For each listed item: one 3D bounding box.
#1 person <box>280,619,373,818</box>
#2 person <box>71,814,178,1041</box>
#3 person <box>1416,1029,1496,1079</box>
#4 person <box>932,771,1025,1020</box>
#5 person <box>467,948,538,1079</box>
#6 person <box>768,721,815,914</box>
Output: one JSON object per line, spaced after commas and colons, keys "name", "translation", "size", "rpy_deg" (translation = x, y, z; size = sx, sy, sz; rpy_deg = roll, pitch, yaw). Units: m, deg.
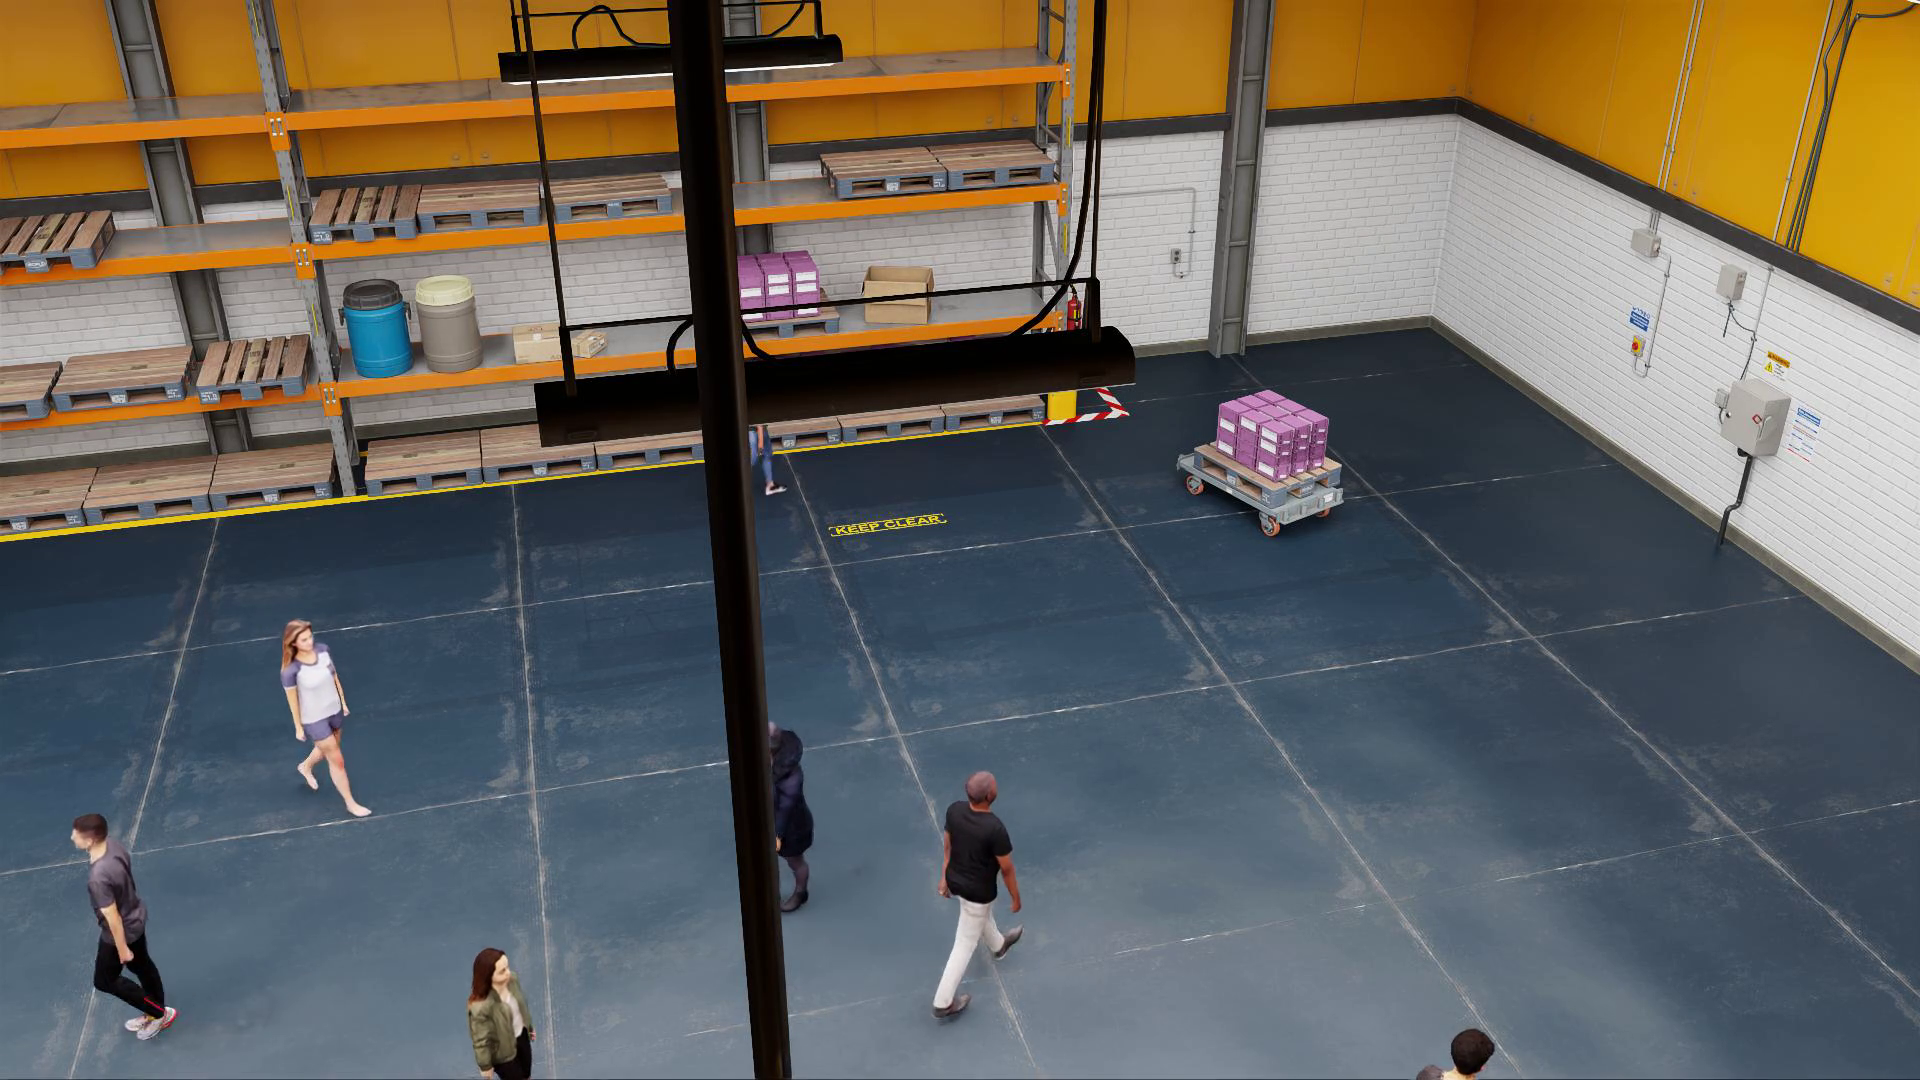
{"name": "person", "translation": [-4.966, 1.332, 12.774], "size": [1.107, 1.700, 1.020], "rpy_deg": [14, 31, 24]}
{"name": "person", "translation": [-5.282, 2.464, 10.643], "size": [0.639, 1.753, 0.650], "rpy_deg": [-6, 29, -11]}
{"name": "person", "translation": [2.582, 3.377, 9.028], "size": [0.856, 1.695, 0.940], "rpy_deg": [22, 36, 35]}
{"name": "person", "translation": [0.035, 2.348, 10.865], "size": [1.092, 1.744, 1.323], "rpy_deg": [25, 37, 38]}
{"name": "person", "translation": [-2.773, 3.007, 9.947], "size": [0.770, 1.466, 0.721], "rpy_deg": [8, 30, 15]}
{"name": "person", "translation": [-1.184, 1.941, 11.700], "size": [0.878, 1.658, 0.818], "rpy_deg": [-24, 37, -37]}
